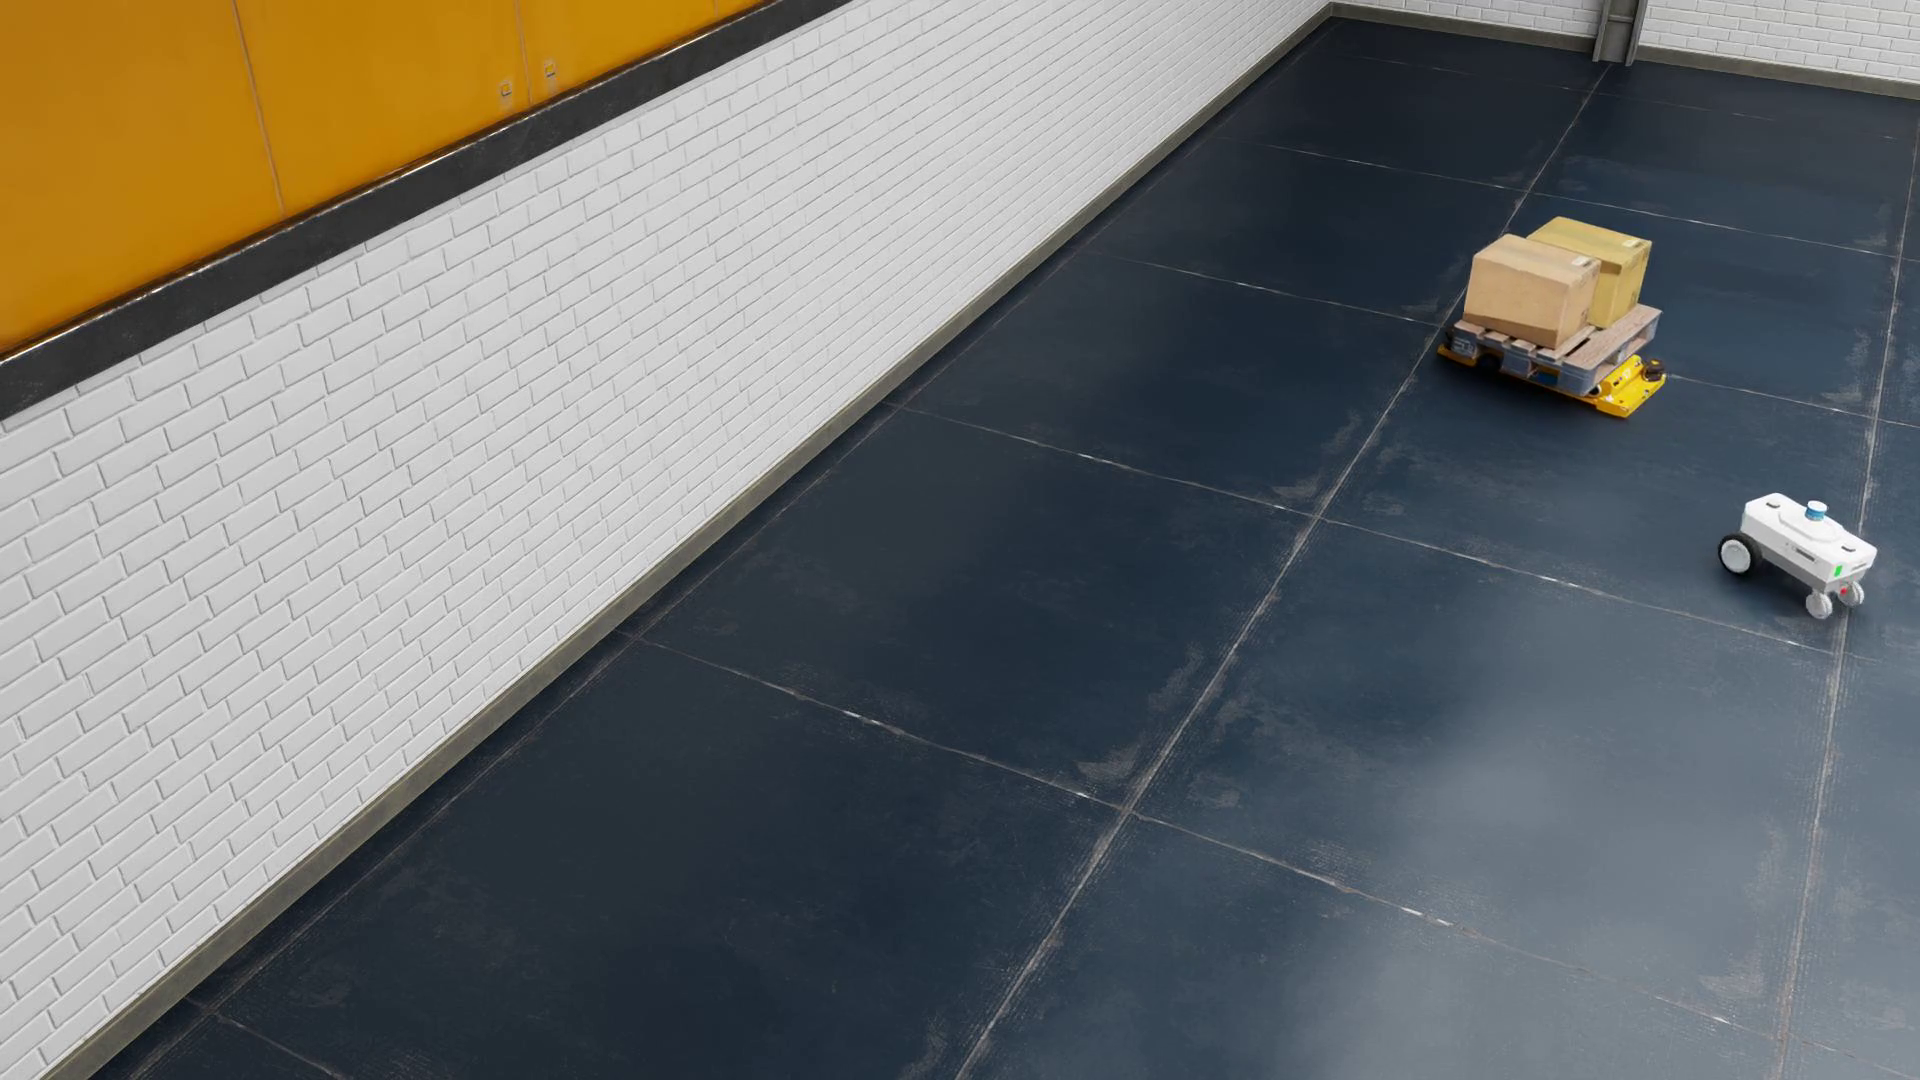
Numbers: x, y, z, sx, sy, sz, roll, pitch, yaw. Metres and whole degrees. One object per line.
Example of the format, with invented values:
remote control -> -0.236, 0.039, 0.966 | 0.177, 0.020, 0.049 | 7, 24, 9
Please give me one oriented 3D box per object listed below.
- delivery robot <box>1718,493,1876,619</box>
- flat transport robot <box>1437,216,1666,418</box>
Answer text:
delivery robot -> 4.881, 0.047, 9.657 | 0.499, 0.601, 0.805 | -16, 37, -23
flat transport robot -> 4.226, -1.293, 11.901 | 1.431, 0.231, 0.659 | 26, 42, 33
